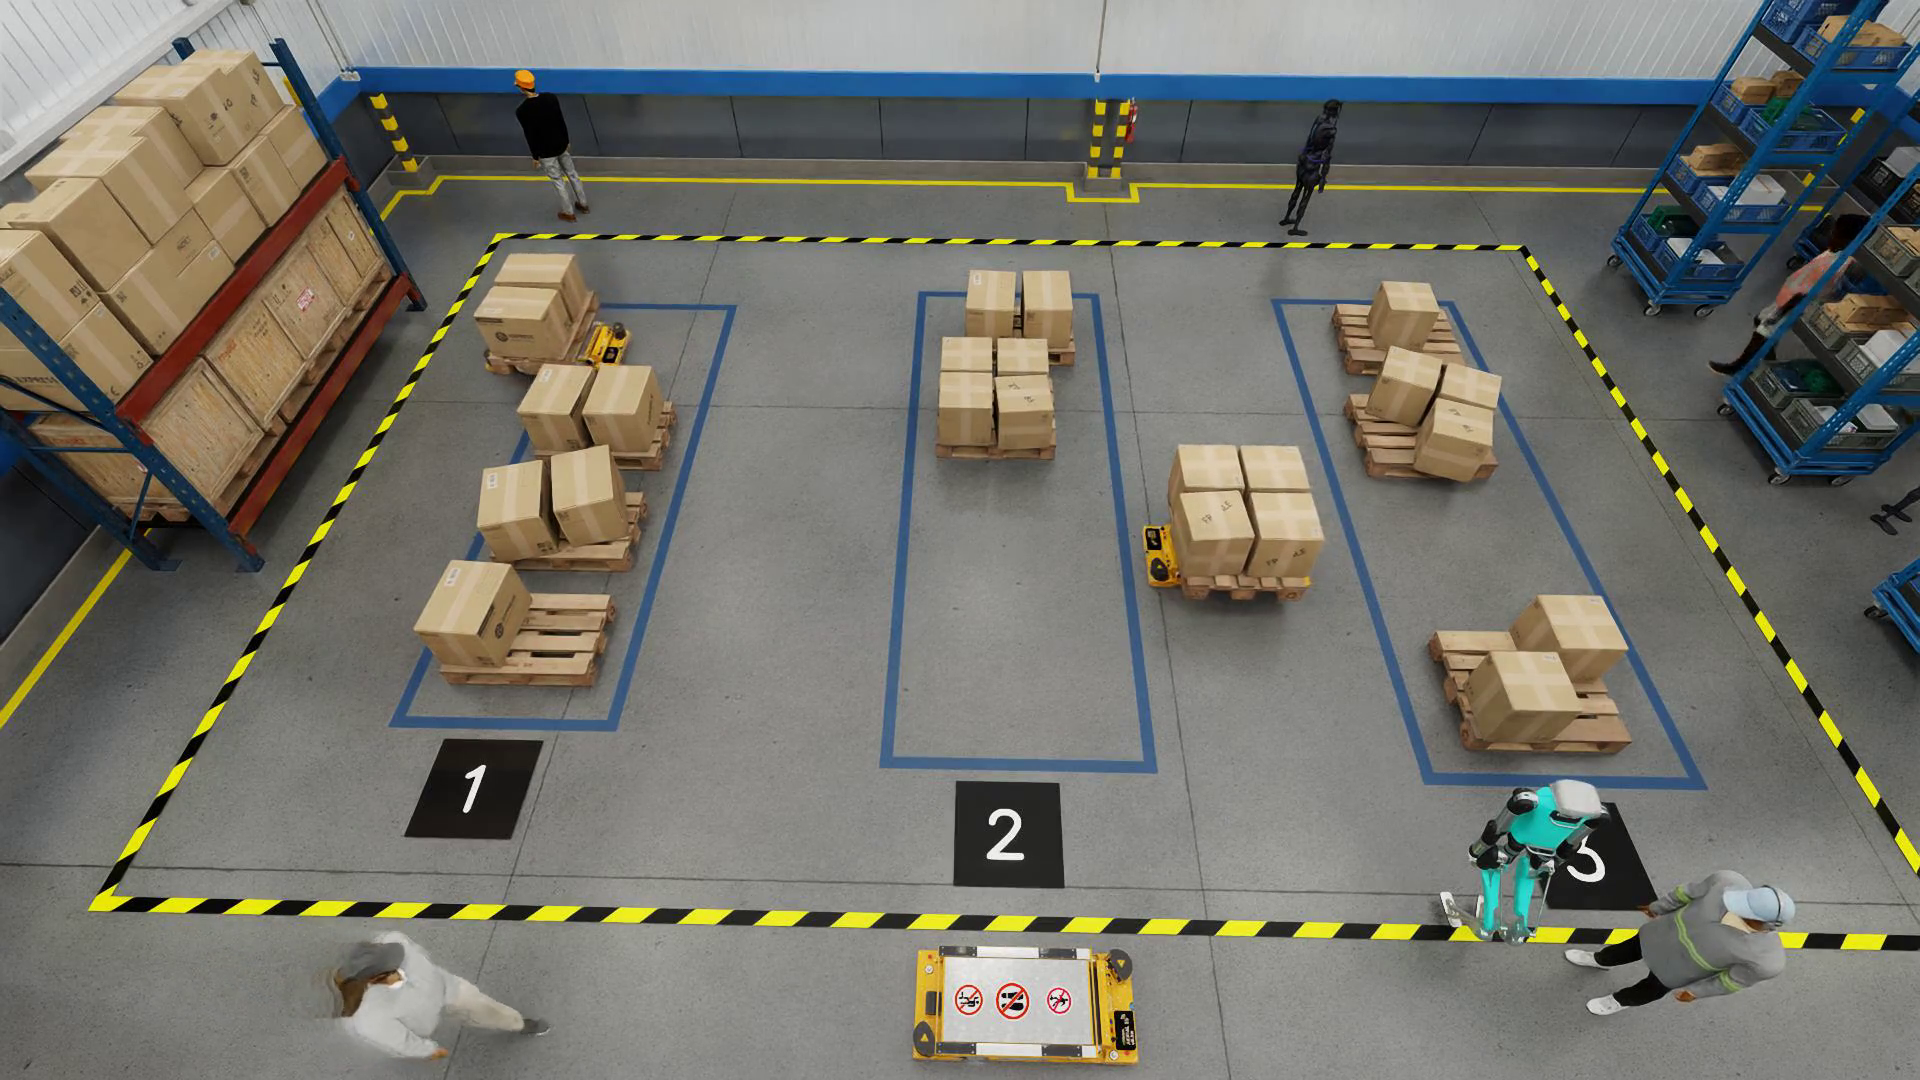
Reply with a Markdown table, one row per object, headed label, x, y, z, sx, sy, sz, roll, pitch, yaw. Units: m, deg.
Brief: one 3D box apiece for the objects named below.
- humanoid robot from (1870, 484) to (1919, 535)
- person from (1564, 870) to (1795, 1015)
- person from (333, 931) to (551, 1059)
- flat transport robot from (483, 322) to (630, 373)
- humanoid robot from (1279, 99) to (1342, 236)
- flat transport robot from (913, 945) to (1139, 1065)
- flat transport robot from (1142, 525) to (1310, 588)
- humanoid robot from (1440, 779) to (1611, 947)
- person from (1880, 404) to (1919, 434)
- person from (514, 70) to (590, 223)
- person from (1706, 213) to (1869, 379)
| label | x | y | z | sx | sy | sz | roll | pitch | yaw |
| --- | --- | --- | --- | --- | --- | --- | --- | --- | --- |
| humanoid robot | 8.957 | -0.711 | 8.147 | 0.599 | 1.657 | 0.315 | -24 | 55 | -18 |
| person | 4.296 | 2.436 | 5.482 | 0.397 | 1.847 | 0.587 | 0 | 51 | 0 |
| person | -3.188 | 2.708 | 5.336 | 0.925 | 1.719 | 0.563 | 2 | 51 | 2 |
| flat transport robot | -4.498 | -2.164 | 10.232 | 1.431 | 0.197 | 0.652 | 1 | 51 | 1 |
| humanoid robot | 4.353 | -4.613 | 11.330 | 0.315 | 1.655 | 0.599 | -7 | 51 | -6 |
| flat transport robot | 0.422 | 3.041 | 6.007 | 1.431 | 0.231 | 0.659 | 1 | 51 | 1 |
| flat transport robot | 2.424 | 0.118 | 8.371 | 1.431 | 0.197 | 0.652 | 1 | 51 | 1 |
| humanoid robot | 3.496 | 2.139 | 5.711 | 0.533 | 1.673 | 0.735 | 9 | 51 | 7 |
| person | 9.725 | -1.858 | 8.943 | 0.648 | 1.902 | 0.551 | 11 | 52 | 8 |
| person | -5.103 | -4.888 | 11.429 | 0.373 | 1.884 | 0.584 | 28 | 56 | 21 |
| person | 8.521 | -2.422 | 9.374 | 0.616 | 1.950 | 0.439 | -37 | 60 | -26 |
